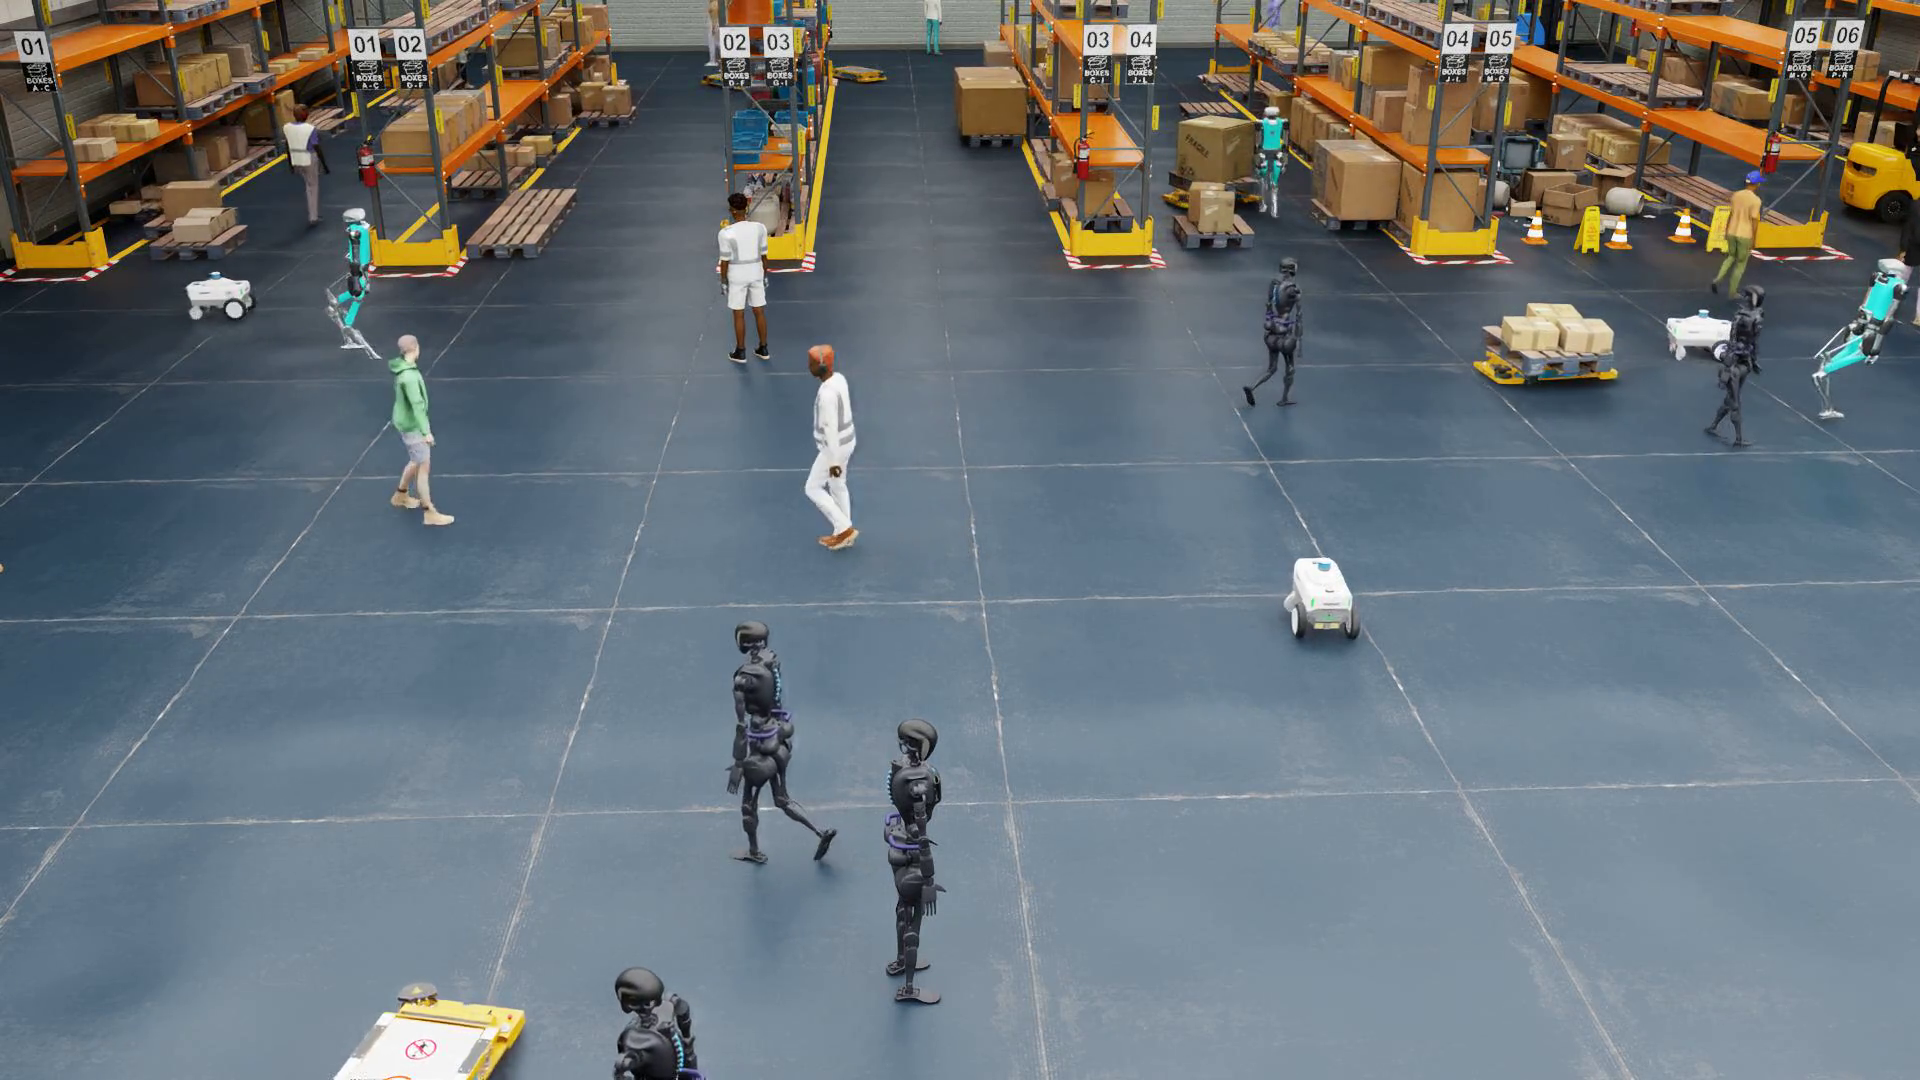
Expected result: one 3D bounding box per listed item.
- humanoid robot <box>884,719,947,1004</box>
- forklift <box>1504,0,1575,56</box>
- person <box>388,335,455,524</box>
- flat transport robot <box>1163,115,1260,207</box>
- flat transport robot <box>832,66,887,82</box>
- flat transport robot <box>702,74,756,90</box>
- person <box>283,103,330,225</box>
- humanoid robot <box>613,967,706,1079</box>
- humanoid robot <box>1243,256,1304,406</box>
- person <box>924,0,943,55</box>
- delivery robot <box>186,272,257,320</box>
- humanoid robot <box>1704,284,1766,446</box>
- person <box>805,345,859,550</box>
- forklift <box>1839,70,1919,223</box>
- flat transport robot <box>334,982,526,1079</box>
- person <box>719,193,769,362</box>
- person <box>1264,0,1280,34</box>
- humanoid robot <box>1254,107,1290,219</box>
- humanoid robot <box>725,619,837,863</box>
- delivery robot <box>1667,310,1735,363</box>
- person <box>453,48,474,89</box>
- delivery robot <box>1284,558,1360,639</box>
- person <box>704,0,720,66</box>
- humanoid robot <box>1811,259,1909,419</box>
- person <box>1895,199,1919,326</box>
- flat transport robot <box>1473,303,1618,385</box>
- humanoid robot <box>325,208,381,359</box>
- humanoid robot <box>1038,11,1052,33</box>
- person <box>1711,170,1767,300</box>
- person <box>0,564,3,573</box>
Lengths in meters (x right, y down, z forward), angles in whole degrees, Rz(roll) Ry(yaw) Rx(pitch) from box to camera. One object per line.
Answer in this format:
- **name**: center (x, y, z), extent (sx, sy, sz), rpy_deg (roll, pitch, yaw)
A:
- **humanoid robot**: center (-0.244, 1.689, 8.933), extent (0.315, 1.653, 0.599), rpy_deg (-3, 24, -8)
- **forklift**: center (14.700, -13.805, 42.301), extent (1.873, 2.768, 1.129), rpy_deg (-1, 24, -2)
- **person**: center (-4.923, -0.977, 14.888), extent (0.488, 1.726, 0.612), rpy_deg (-8, 25, -17)
- **flat transport robot**: center (4.095, -5.622, 27.105), extent (1.431, 0.231, 0.659), rpy_deg (-9, 25, -18)
- **flat transport robot**: center (-2.417, -10.935, 39.043), extent (0.659, 0.231, 1.431), rpy_deg (-19, 30, -36)
- **flat transport robot**: center (-5.216, -10.497, 38.058), extent (1.431, 0.231, 0.659), rpy_deg (22, 32, 40)
- **person**: center (-9.970, -5.793, 25.574), extent (0.589, 1.817, 0.650), rpy_deg (8, 25, 17)
- **humanoid robot**: center (-1.164, 2.512, 7.112), extent (0.593, 1.627, 0.600), rpy_deg (9, 26, 20)
- **humanoid robot**: center (3.386, -2.206, 17.716), extent (0.612, 1.631, 0.609), rpy_deg (-12, 27, -25)
- **person**: center (-0.675, -13.327, 42.582), extent (0.523, 1.763, 0.321), rpy_deg (18, 30, 35)
- **delivery robot**: center (-9.356, -3.090, 21.068), extent (0.789, 0.598, 0.499), rpy_deg (-2, 24, -4)
- **humanoid robot**: center (7.899, -1.760, 16.718), extent (0.615, 1.645, 0.643), rpy_deg (-18, 29, -34)
- **person**: center (-1.120, -0.782, 14.262), extent (0.431, 1.868, 0.595), rpy_deg (4, 24, 9)
- **forklift**: center (15.132, -6.143, 25.915), extent (2.313, 2.155, 1.214), rpy_deg (-1, 24, -2)
- **flat transport robot**: center (-2.768, 2.764, 8.262), extent (0.659, 0.231, 1.431), rpy_deg (4, 24, 10)
- **person**: center (-2.486, -3.029, 19.207), extent (0.603, 1.959, 0.369), rpy_deg (-13, 27, -27)
- **person**: center (7.800, -12.783, 41.360), extent (0.897, 1.765, 0.608), rpy_deg (-2, 24, -5)
- **humanoid robot**: center (4.826, -5.893, 25.988), extent (0.561, 1.835, 0.896), rpy_deg (2, 24, 4)
- **humanoid robot**: center (-1.113, 1.247, 9.969), extent (0.615, 1.636, 0.598), rpy_deg (8, 25, 17)
- **delivery robot**: center (8.712, -2.383, 19.500), extent (0.785, 0.614, 0.525), rpy_deg (3, 24, 7)
- **person**: center (-11.311, -11.056, 37.562), extent (0.532, 1.692, 0.320), rpy_deg (16, 28, 31)
- **delivery robot**: center (2.847, 0.455, 13.121), extent (0.525, 0.612, 0.784), rpy_deg (0, 24, 0)
- **person**: center (-5.995, -12.580, 40.797), extent (0.582, 1.843, 0.539), rpy_deg (1, 24, 3)
- **humanoid robot**: center (9.199, -2.036, 17.235), extent (0.835, 1.755, 0.552), rpy_deg (-2, 24, -4)
- **person**: center (11.907, -3.572, 20.597), extent (0.541, 1.826, 0.648), rpy_deg (7, 25, 16)
- **flat transport robot**: center (6.659, -1.988, 18.940), extent (1.431, 0.231, 0.659), rpy_deg (-4, 24, -9)
- **humanoid robot**: center (-7.150, -2.943, 19.321), extent (0.802, 1.802, 0.544), rpy_deg (-3, 24, -6)
- **humanoid robot**: center (2.174, -13.005, 41.886), extent (0.566, 1.759, 0.784), rpy_deg (-2, 24, -5)
- **person**: center (10.122, -3.946, 21.568), extent (0.426, 1.700, 0.477), rpy_deg (-11, 26, -23)
- **person**: center (-8.370, -0.564, 13.758), extent (0.563, 1.890, 0.380), rpy_deg (-18, 30, -35)
